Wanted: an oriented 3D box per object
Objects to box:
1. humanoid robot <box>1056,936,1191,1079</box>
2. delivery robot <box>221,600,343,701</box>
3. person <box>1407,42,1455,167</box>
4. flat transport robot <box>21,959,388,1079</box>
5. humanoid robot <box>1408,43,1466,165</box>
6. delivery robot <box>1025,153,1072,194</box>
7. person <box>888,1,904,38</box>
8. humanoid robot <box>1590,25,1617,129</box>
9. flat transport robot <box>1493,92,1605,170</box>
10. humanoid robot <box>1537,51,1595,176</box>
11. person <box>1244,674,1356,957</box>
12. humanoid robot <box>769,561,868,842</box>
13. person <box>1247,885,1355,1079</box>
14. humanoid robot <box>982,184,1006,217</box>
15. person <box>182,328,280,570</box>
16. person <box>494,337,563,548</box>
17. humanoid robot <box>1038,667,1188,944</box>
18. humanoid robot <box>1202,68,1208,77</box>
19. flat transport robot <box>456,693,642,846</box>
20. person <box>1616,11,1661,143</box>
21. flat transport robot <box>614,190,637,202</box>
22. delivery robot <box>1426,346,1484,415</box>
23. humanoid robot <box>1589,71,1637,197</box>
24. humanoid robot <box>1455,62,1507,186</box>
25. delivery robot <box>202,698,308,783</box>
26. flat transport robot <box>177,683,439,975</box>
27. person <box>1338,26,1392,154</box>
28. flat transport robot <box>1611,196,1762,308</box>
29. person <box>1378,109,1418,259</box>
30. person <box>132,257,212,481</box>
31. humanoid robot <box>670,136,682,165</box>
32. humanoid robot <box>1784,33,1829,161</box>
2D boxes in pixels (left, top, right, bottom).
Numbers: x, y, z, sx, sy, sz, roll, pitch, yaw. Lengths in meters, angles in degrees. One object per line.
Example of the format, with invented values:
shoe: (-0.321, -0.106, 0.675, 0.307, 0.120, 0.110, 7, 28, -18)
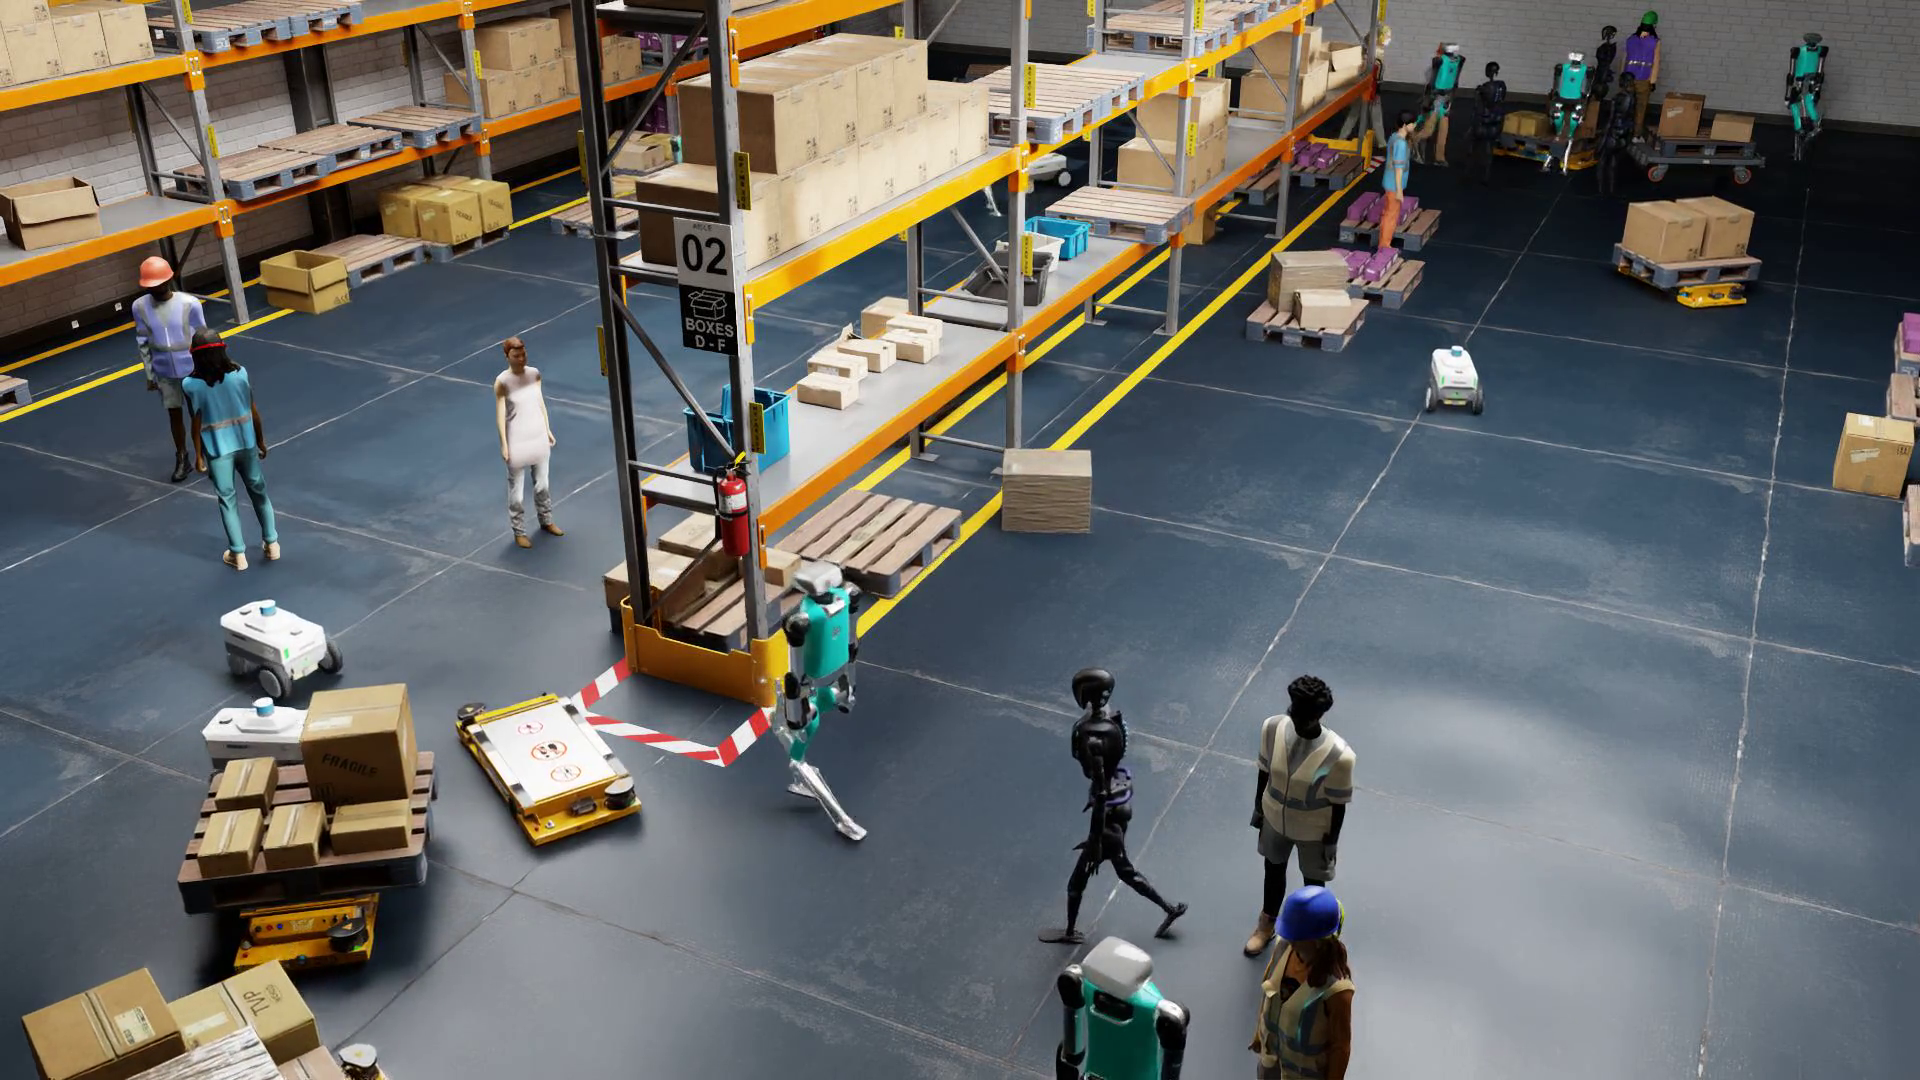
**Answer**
humanoid robot: (0.500, 2.402, 6.332, 0.544, 1.848, 0.652, 17, 31, 30)
delivery robot: (-4.562, 0.680, 11.072, 0.772, 0.586, 0.499, 16, 30, 28)
person: (6.757, -6.215, 23.694, 0.561, 1.728, 0.676, -17, 31, -31)
flat transport robot: (-3.140, 2.743, 7.237, 1.431, 0.231, 0.659, -20, 32, -34)
humanoid robot: (6.679, -6.178, 23.713, 0.547, 1.857, 0.818, -13, 29, -24)
delivery robot: (1.114, -5.045, 22.667, 0.816, 0.613, 0.499, -17, 31, -31)
person: (-1.111, -9.491, 30.223, 0.562, 1.801, 0.431, 24, 35, 39)
humanoid robot: (9.706, -6.935, 25.194, 0.331, 1.655, 0.595, 4, 27, 8)
flat transport robot: (8.535, -5.624, 24.138, 0.659, 0.231, 1.431, -21, 33, -35)
humanoid robot: (8.430, -5.922, 23.106, 0.568, 1.774, 0.774, 10, 28, 20)
person: (1.691, 1.411, 8.321, 0.532, 1.693, 0.320, 22, 34, 37)
humanoid robot: (-0.905, 0.867, 9.376, 0.892, 1.770, 0.563, 21, 33, 35)
person: (1.359, 2.134, 6.766, 0.312, 1.776, 0.478, -14, 30, -26)
humanoid robot: (0.407, -5.040, 21.327, 0.792, 1.794, 0.532, 10, 28, 20)
person: (-5.407, -0.672, 12.338, 0.514, 1.866, 0.392, -20, 33, -35)
person: (-3.322, -0.759, 12.740, 0.276, 1.660, 0.458, 23, 34, 38)
humanoid robot: (0.805, 1.390, 8.453, 0.782, 1.629, 0.608, 3, 26, 5)
humanoid robot: (3.729, -6.751, 24.838, 0.406, 1.642, 0.613, 4, 27, 8)
flat transport robot: (-2.518, 1.333, 10.085, 0.659, 0.231, 1.431, -16, 30, -29)
person: (10.131, -6.893, 24.828, 0.544, 1.930, 0.399, 20, 33, 35)
flat transport robot: (-3.991, -4.257, 21.377, 1.431, 0.231, 0.659, 22, 34, 37)
delivery robot: (4.599, -1.507, 15.497, 0.499, 0.592, 0.795, 4, 27, 7)
humanoid robot: (8.699, -5.359, 22.004, 0.608, 1.648, 0.315, -19, 32, -33)
humanoid robot: (7.151, -5.700, 22.703, 0.600, 1.644, 0.535, -11, 29, -22)
delivery robot: (-4.095, 1.229, 9.980, 0.775, 0.601, 0.499, 1, 26, 3)
flat transport robot: (-3.501, 1.819, 9.104, 0.659, 0.231, 1.431, -5, 27, -10)
person: (6.030, -6.574, 24.326, 0.976, 1.825, 0.595, 15, 30, 28)
flat transport robot: (8.099, -2.917, 18.670, 0.659, 0.231, 1.431, -6, 27, -12)
person: (5.123, -4.159, 19.503, 0.339, 1.759, 0.499, 3, 27, 6)
person: (-6.459, -1.407, 13.744, 0.550, 1.933, 0.373, -5, 27, -10)
humanoid robot: (-2.935, -3.914, 19.163, 0.540, 1.897, 0.726, 8, 28, 17)
humanoid robot: (12.203, -6.279, 23.945, 0.543, 1.907, 0.725, -2, 26, -3)
